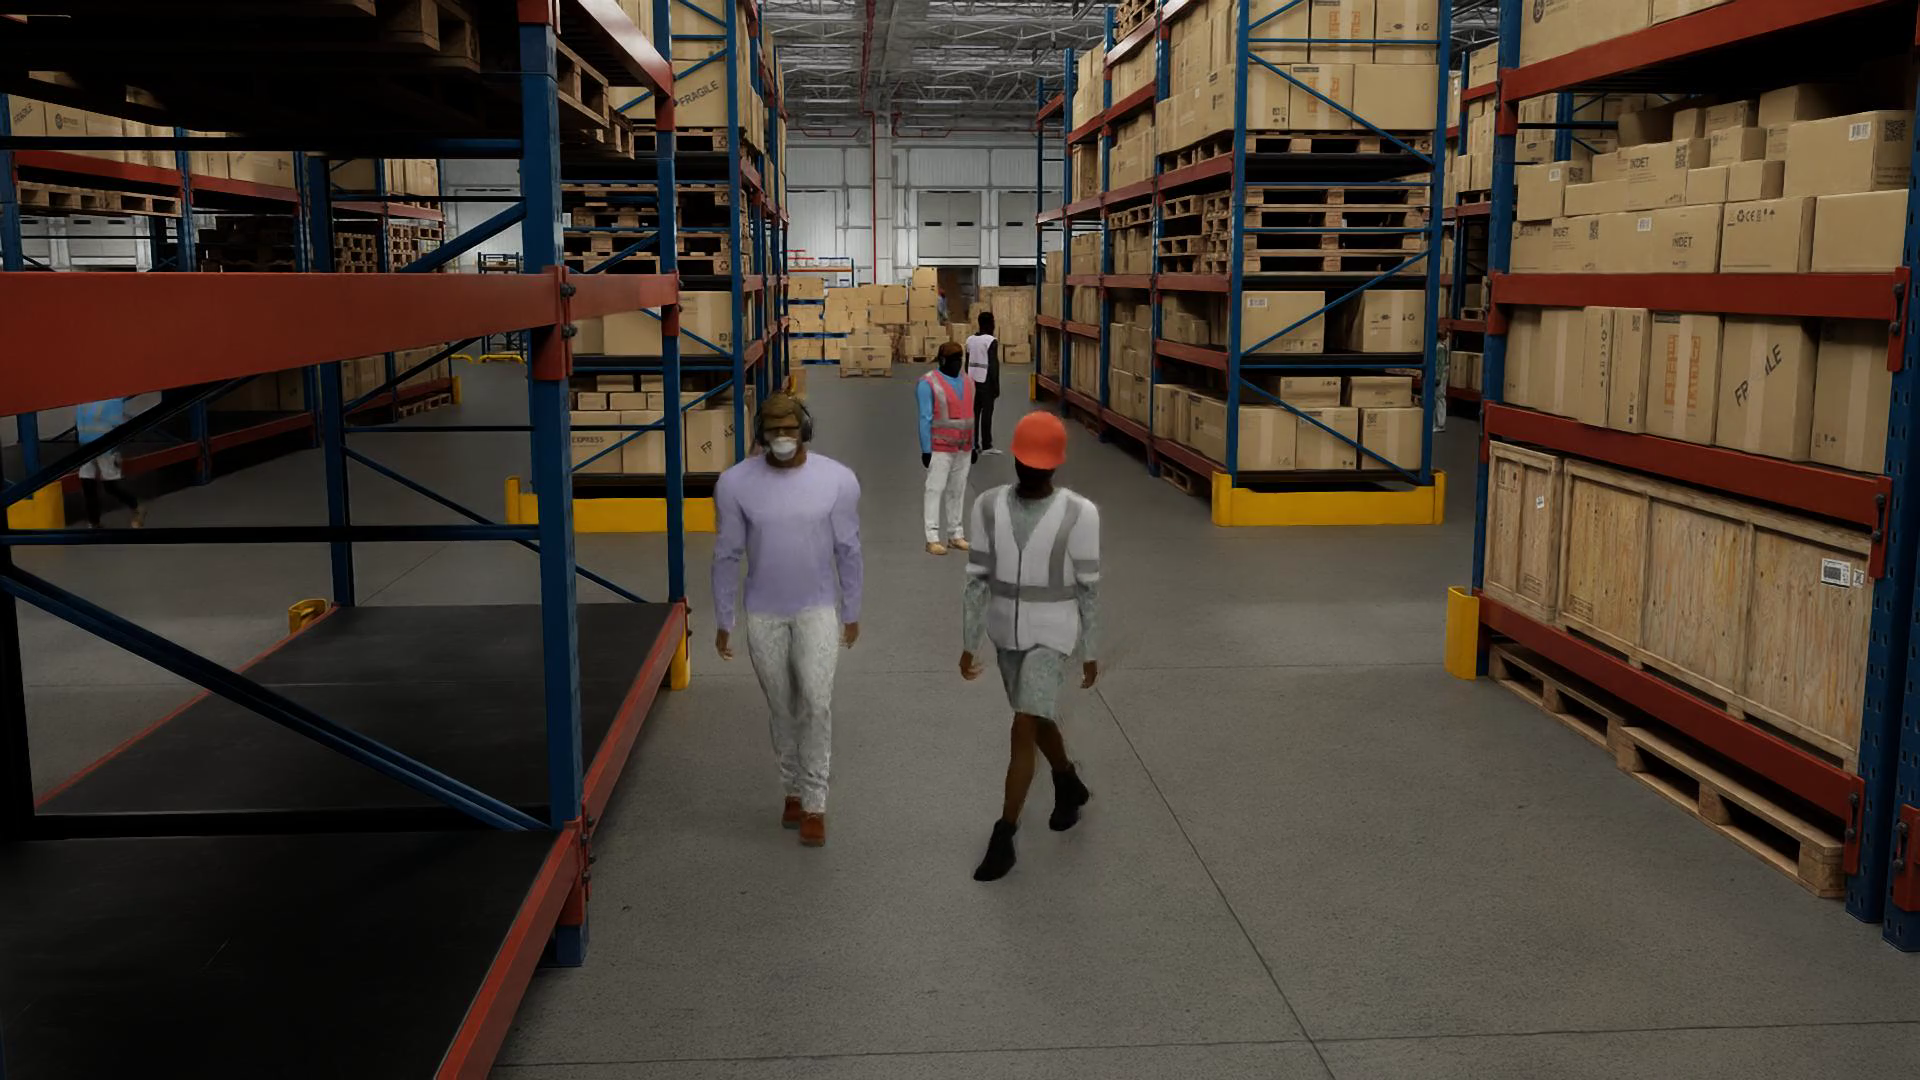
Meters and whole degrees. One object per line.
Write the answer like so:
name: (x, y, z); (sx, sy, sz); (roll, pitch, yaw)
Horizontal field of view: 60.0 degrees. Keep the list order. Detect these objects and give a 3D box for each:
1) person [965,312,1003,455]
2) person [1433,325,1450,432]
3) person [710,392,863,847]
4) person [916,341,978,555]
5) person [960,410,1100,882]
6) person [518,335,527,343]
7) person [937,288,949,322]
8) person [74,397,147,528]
person: (0.299, -2.100, 22.339); (0.386, 1.914, 0.590); (-8, 12, -40)
person: (7.345, -2.466, 25.500); (0.310, 1.639, 0.514); (2, 9, 14)
person: (-0.739, 0.339, 7.030); (0.641, 1.908, 0.774); (0, 9, 0)
person: (-0.085, -0.799, 14.398); (0.626, 1.843, 0.430); (-8, 12, -40)
person: (0.325, 0.386, 6.906); (0.561, 1.888, 0.980); (5, 10, 27)
person: (-14.732, -7.577, 56.874); (0.878, 1.864, 0.668); (-2, 9, -14)
person: (-0.758, -9.332, 67.884); (0.537, 1.891, 1.006); (-7, 11, -36)
person: (-7.729, -0.815, 15.030); (0.549, 1.679, 0.615); (4, 10, 21)
